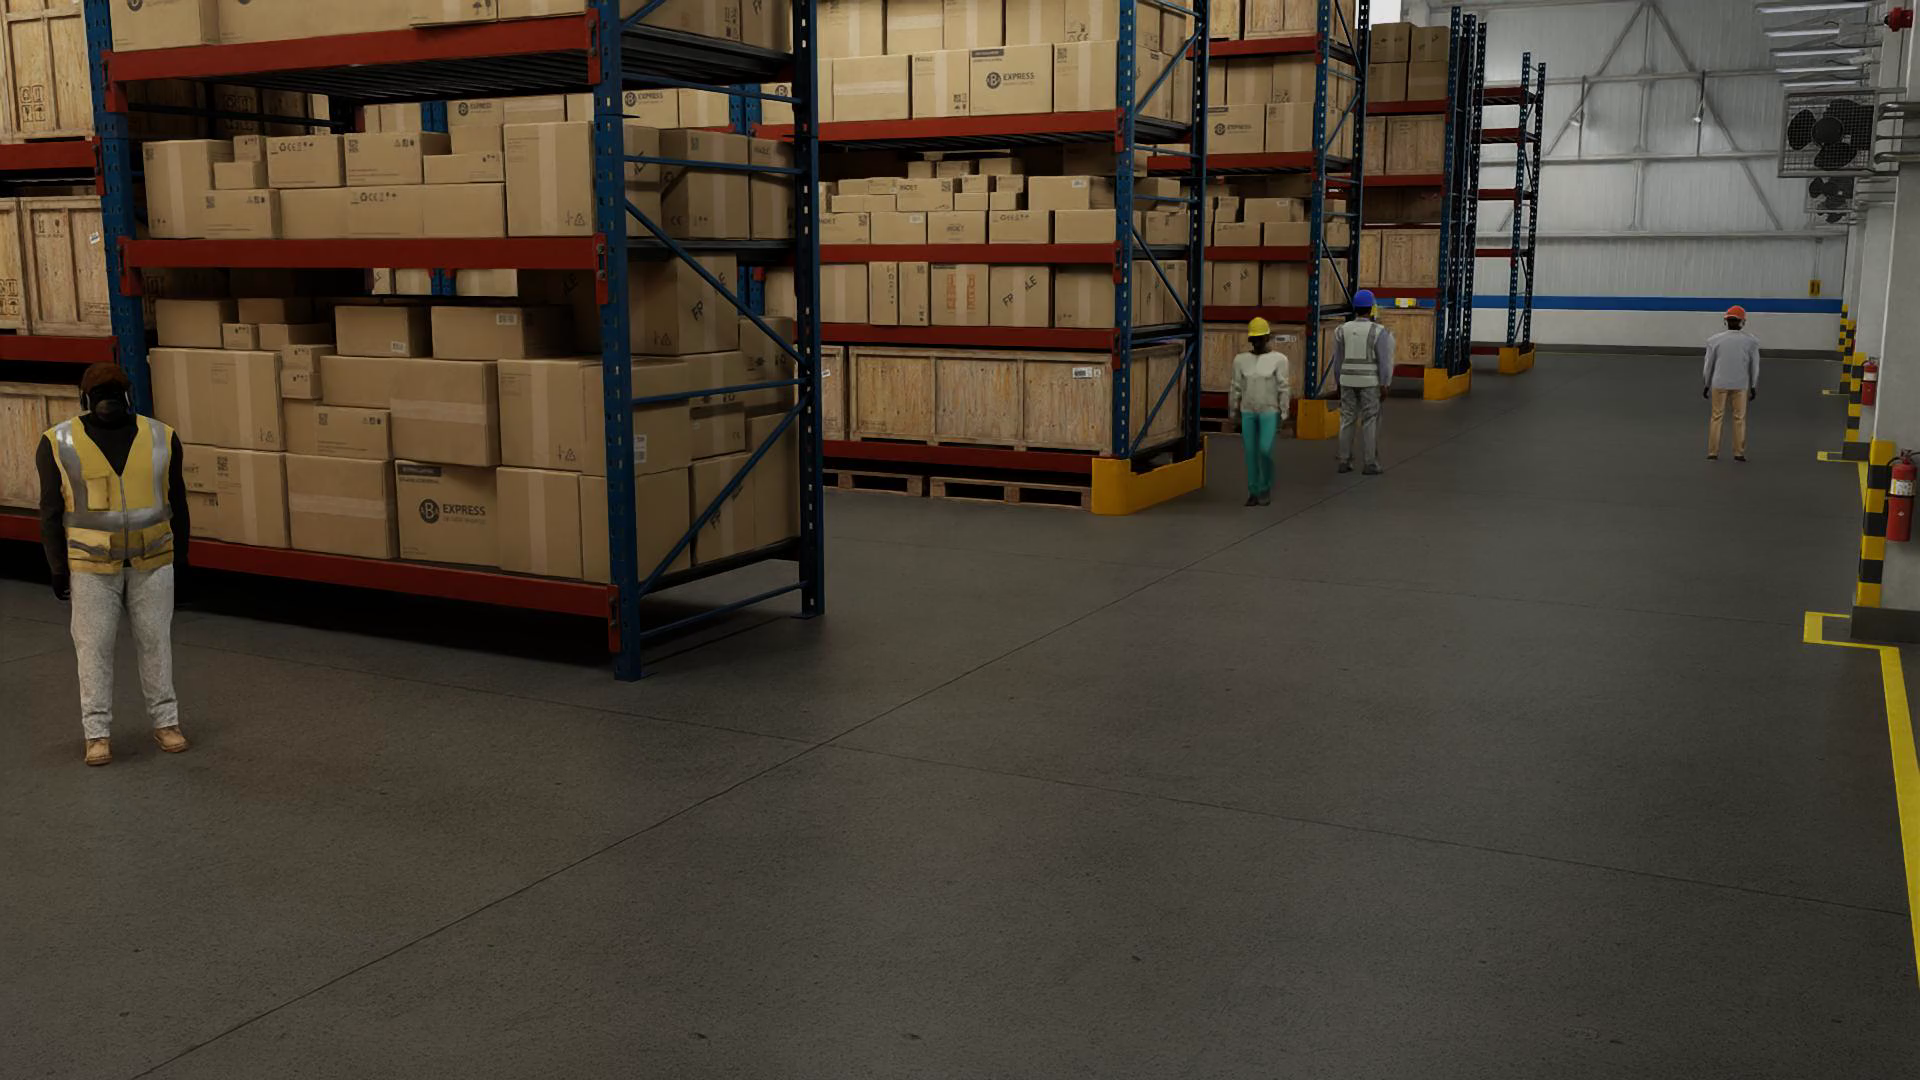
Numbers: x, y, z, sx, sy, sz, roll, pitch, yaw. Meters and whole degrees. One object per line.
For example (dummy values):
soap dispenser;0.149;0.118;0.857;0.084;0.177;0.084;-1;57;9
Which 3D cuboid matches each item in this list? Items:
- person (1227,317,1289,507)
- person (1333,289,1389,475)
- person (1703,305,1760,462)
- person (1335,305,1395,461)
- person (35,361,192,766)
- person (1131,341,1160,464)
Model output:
person;2.724;-1.160;15.236;0.553;1.750;0.436;5;11;28
person;4.225;-1.658;17.535;0.606;1.951;0.382;8;12;37
person;8.625;-1.747;18.622;0.568;1.748;0.340;5;11;26
person;4.526;-1.759;18.561;0.612;1.789;0.862;6;11;31
person;-3.869;0.101;7.669;0.626;1.844;0.429;-7;12;-36
person;2.020;-1.769;18.246;0.496;1.923;0.576;7;12;34
